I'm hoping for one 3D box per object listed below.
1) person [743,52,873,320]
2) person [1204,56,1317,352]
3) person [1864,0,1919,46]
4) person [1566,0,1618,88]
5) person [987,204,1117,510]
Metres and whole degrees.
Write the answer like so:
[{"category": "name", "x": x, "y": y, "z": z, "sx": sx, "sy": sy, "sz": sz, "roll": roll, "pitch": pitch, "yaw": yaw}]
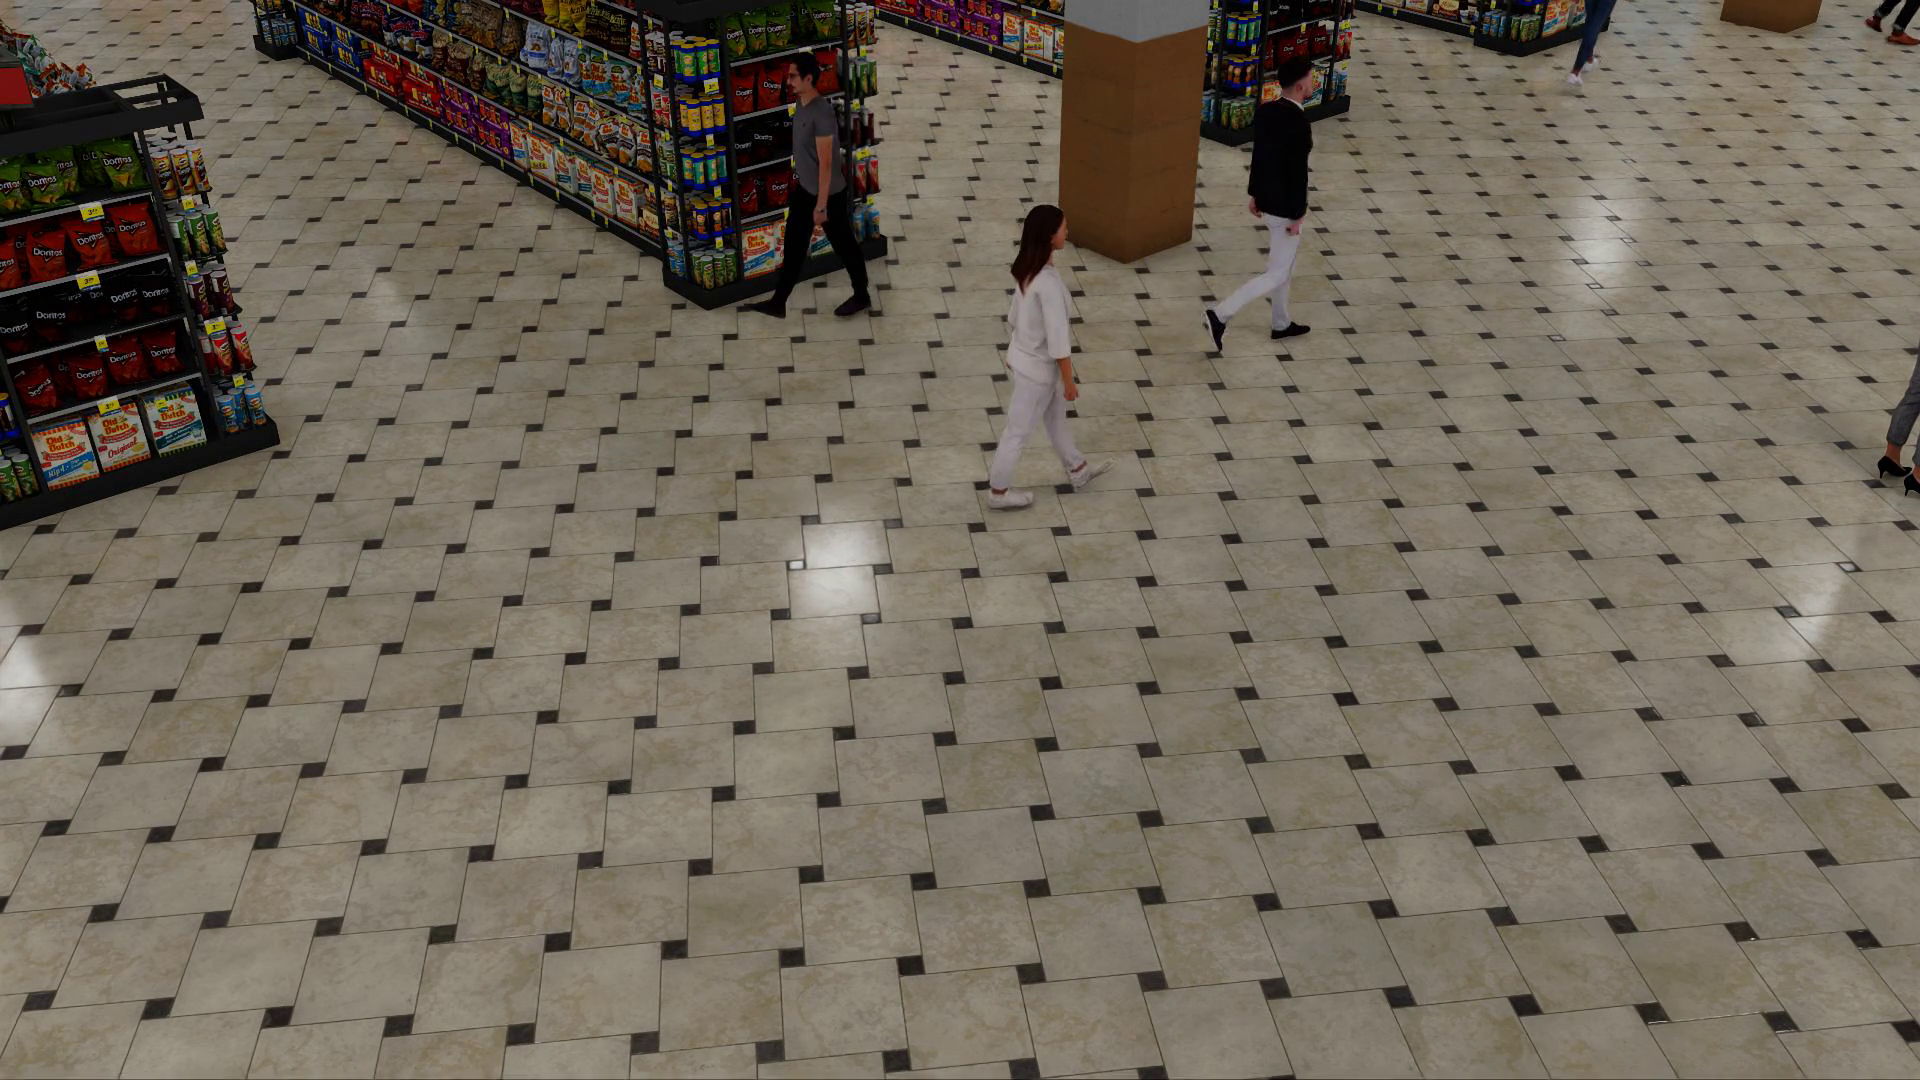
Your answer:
[{"category": "person", "x": -0.810, "y": -2.221, "z": 10.568, "sx": 0.841, "sy": 1.712, "sz": 1.069, "roll": -18, "pitch": 36, "yaw": -27}, {"category": "person", "x": 1.863, "y": -1.999, "z": 10.105, "sx": 0.963, "sy": 1.823, "sz": 1.103, "roll": -12, "pitch": 34, "yaw": -18}, {"category": "person", "x": 9.351, "y": -5.712, "z": 16.099, "sx": 0.997, "sy": 1.796, "sz": 0.958, "roll": 7, "pitch": 33, "yaw": 11}, {"category": "person", "x": 5.712, "y": -4.897, "z": 14.892, "sx": 1.156, "sy": 1.688, "sz": 0.809, "roll": 24, "pitch": 39, "yaw": 33}, {"category": "person", "x": 0.316, "y": -0.881, "z": 8.463, "sx": 0.953, "sy": 1.660, "sz": 1.015, "roll": -8, "pitch": 33, "yaw": -12}]
